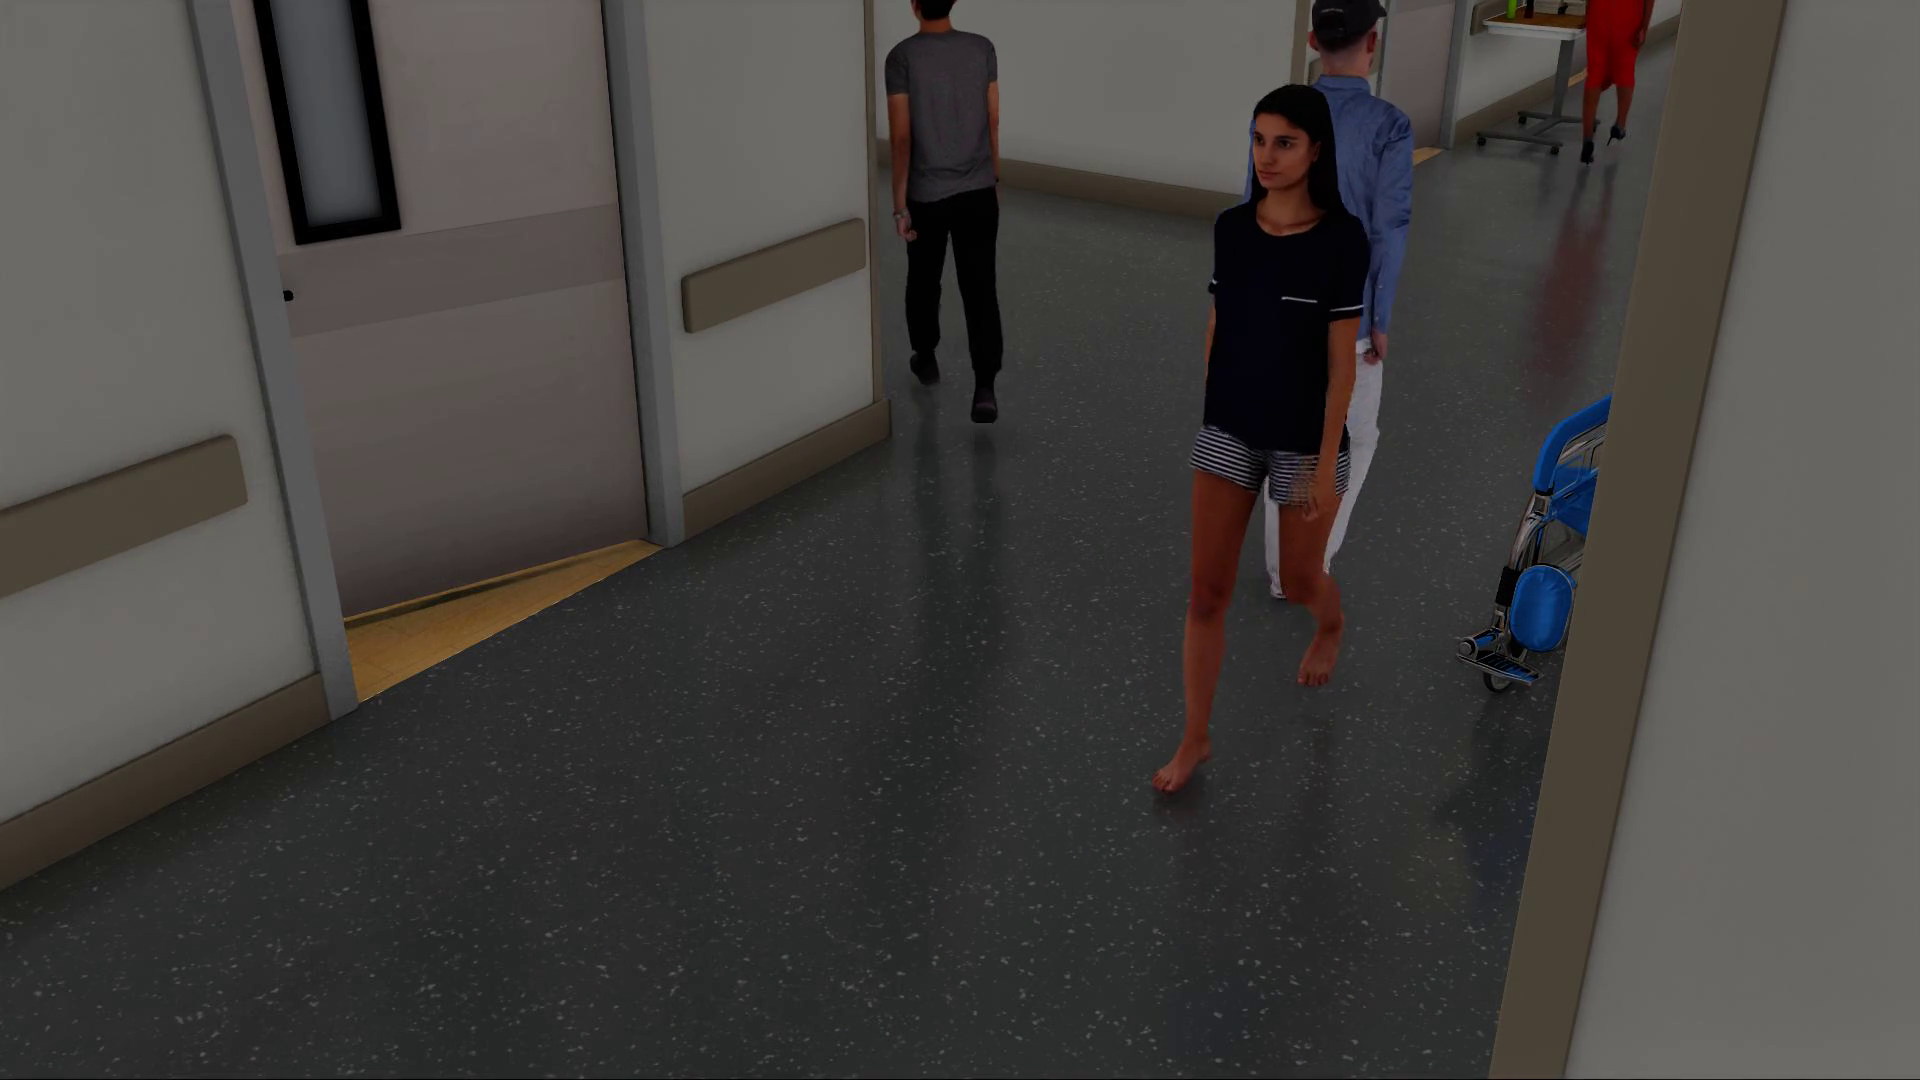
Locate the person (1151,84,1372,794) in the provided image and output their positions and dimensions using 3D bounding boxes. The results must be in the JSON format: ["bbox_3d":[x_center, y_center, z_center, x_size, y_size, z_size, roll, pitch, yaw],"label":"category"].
[{"bbox_3d":[0.840,-0.248,4.198,0.571,1.737,1.053,16,30,30],"label":"person"}]

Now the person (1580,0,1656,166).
[{"bbox_3d":[4.044,-3.185,10.319,0.663,1.711,1.054,13,29,25],"label":"person"}]

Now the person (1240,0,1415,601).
[{"bbox_3d":[1.009,-0.636,4.847,0.684,1.873,0.729,14,29,26],"label":"person"}]

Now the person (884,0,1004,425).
[{"bbox_3d":[-0.020,-1.287,6.367,1.140,1.725,1.202,-4,26,-8],"label":"person"}]
